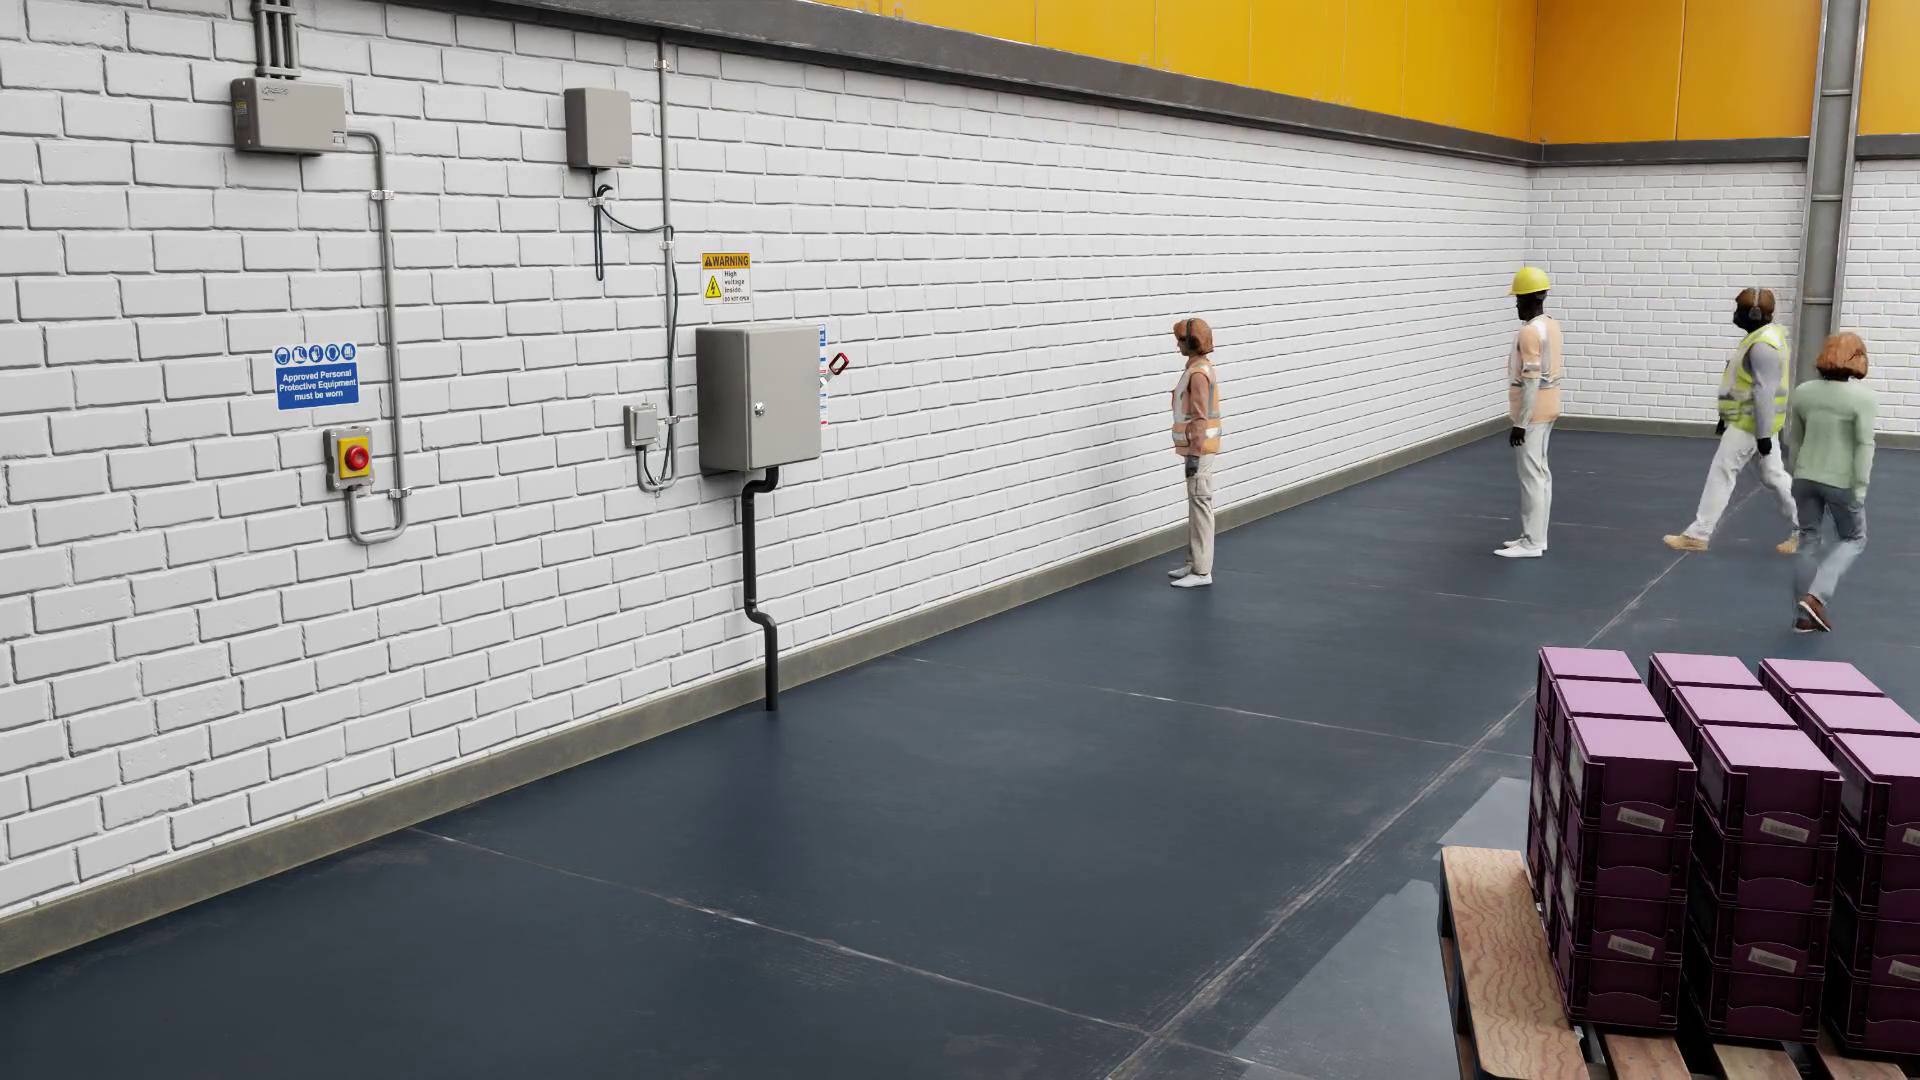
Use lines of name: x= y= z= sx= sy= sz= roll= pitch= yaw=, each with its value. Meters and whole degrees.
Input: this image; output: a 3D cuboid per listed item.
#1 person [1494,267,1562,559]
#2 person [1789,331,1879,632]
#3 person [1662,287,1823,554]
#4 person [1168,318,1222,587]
person: x=3.768 y=-0.835 z=11.020 sx=0.384 sy=1.923 sz=0.590 roll=6 pitch=12 yaw=32
person: x=4.606 y=-0.292 z=8.837 sx=0.379 sy=1.623 sz=0.500 roll=-6 pitch=12 yaw=-29
person: x=5.328 y=-0.783 z=11.116 sx=0.970 sy=1.803 sz=0.638 roll=6 pitch=12 yaw=29
person: x=1.430 y=-0.529 z=10.116 sx=0.313 sy=1.637 sz=0.513 roll=1 pitch=10 yaw=7
